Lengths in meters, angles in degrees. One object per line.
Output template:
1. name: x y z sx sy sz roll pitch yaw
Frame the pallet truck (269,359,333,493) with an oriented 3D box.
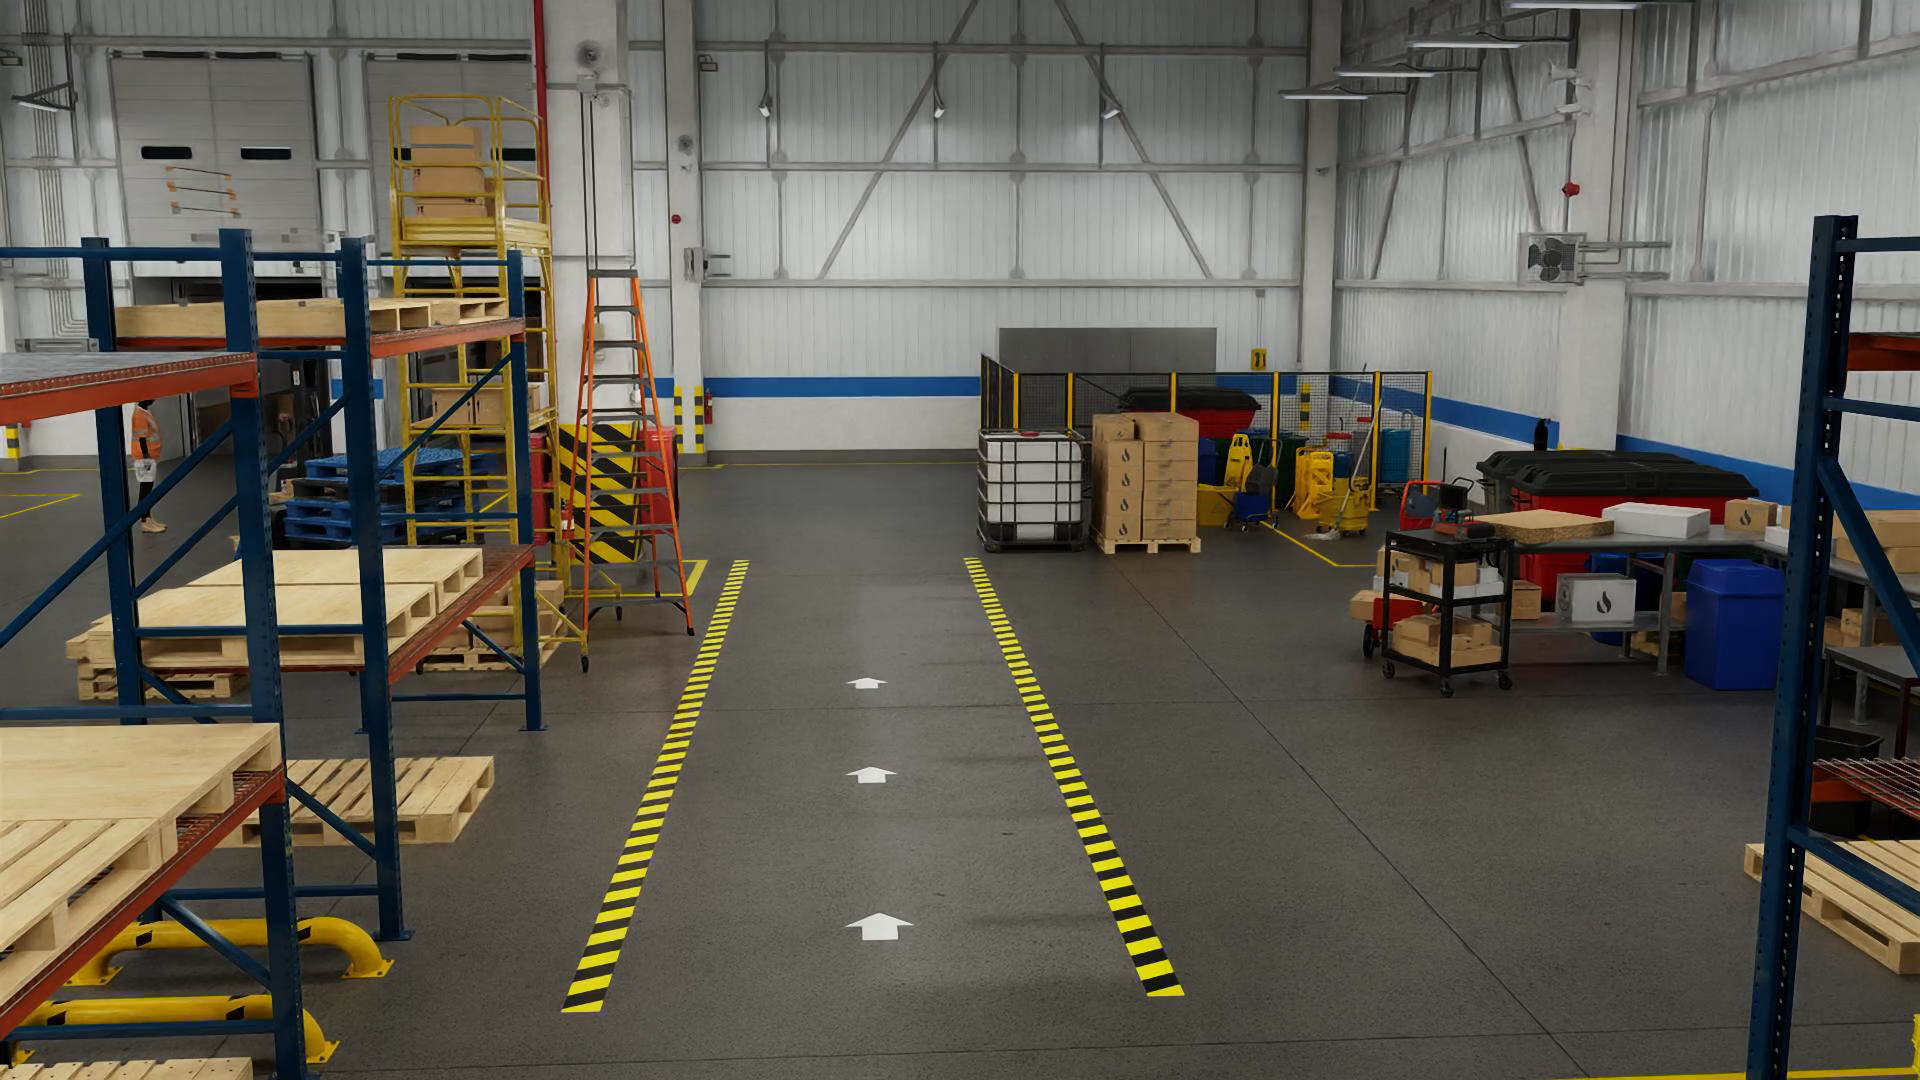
1. pallet truck: -7.062 -1.131 18.996 1.885 1.965 0.823 2 9 13

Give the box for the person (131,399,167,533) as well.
1. person: -9.106 -0.924 18.630 0.318 1.700 0.535 -3 10 -21
